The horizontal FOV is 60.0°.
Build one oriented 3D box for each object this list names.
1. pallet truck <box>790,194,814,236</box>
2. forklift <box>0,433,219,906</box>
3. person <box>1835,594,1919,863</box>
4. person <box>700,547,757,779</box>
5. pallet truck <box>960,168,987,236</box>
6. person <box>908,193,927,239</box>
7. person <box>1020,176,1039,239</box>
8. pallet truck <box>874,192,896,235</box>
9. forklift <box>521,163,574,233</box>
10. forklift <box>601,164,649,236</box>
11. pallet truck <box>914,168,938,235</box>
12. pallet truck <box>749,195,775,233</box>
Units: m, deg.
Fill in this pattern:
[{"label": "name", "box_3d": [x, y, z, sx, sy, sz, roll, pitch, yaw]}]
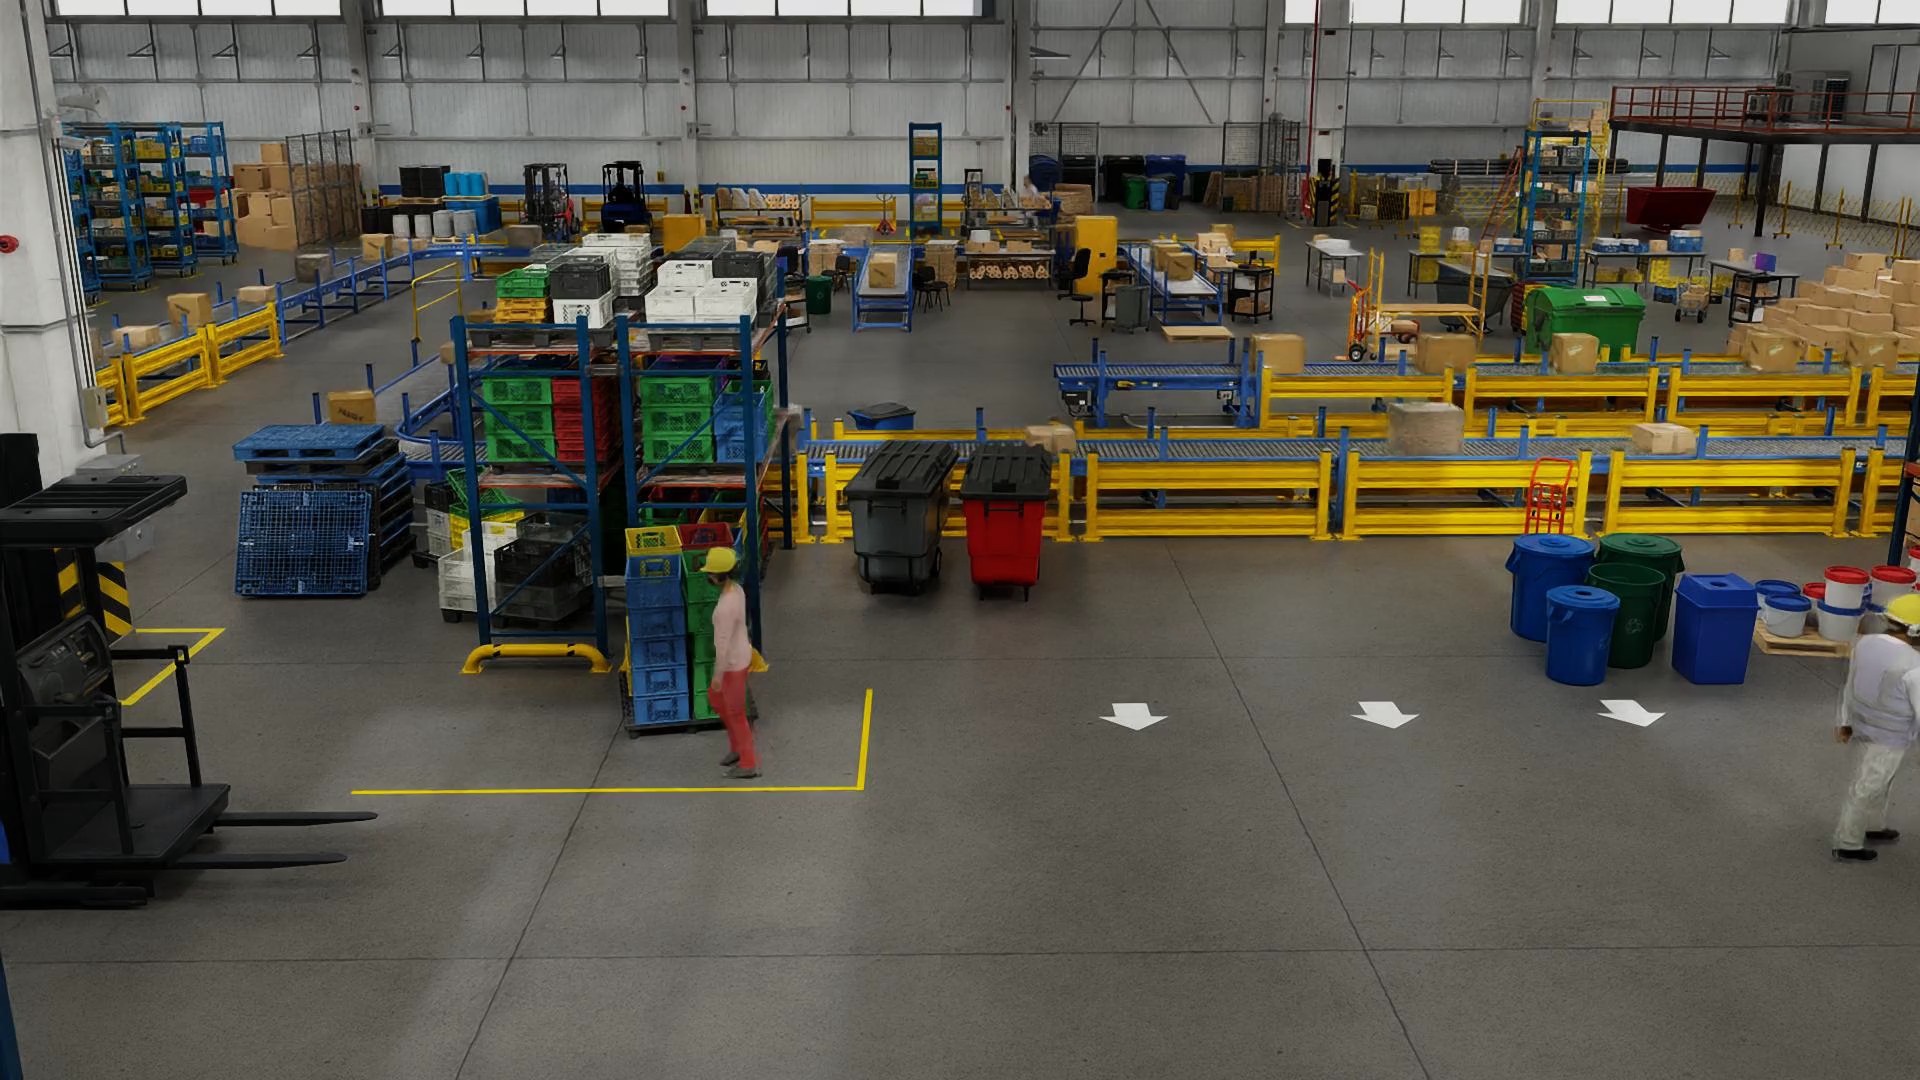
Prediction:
[{"label": "pallet truck", "box_3d": [-4.814, -9.883, 50.259, 0.704, 1.261, 1.522, -1, 16, -3]}, {"label": "forklift", "box_3d": [-5.952, 0.780, 10.366, 1.873, 2.768, 1.129, 0, 16, -1]}, {"label": "person", "box_3d": [6.054, 1.227, 10.733, 0.722, 1.806, 0.615, -2, 16, -6]}, {"label": "person", "box_3d": [-1.679, 0.893, 11.991, 0.451, 1.752, 0.542, 0, 16, 0]}, {"label": "pallet truck", "box_3d": [0.383, -10.230, 50.206, 0.823, 1.965, 1.885, -1, 16, -3]}, {"label": "person", "box_3d": [-1.175, -8.752, 45.010, 0.642, 2.028, 0.424, 14, 21, 40]}, {"label": "person", "box_3d": [1.938, -9.608, 48.277, 0.822, 1.869, 0.668, -6, 17, -20]}, {"label": "pallet truck", "box_3d": [-2.277, -9.986, 50.594, 0.653, 1.274, 1.630, 0, 16, -1]}, {"label": "forklift", "box_3d": [-12.233, -10.122, 49.298, 1.157, 1.987, 2.680, 0, 16, -1]}, {"label": "forklift", "box_3d": [-9.948, -10.127, 49.296, 1.157, 1.987, 2.680, -1, 16, -3]}, {"label": "pallet truck", "box_3d": [-0.989, -10.316, 50.507, 0.823, 1.965, 1.885, 1, 16, 3]}, {"label": "pallet truck", "box_3d": [-6.051, -9.967, 50.660, 0.680, 1.201, 1.601, 0, 16, -1]}]
